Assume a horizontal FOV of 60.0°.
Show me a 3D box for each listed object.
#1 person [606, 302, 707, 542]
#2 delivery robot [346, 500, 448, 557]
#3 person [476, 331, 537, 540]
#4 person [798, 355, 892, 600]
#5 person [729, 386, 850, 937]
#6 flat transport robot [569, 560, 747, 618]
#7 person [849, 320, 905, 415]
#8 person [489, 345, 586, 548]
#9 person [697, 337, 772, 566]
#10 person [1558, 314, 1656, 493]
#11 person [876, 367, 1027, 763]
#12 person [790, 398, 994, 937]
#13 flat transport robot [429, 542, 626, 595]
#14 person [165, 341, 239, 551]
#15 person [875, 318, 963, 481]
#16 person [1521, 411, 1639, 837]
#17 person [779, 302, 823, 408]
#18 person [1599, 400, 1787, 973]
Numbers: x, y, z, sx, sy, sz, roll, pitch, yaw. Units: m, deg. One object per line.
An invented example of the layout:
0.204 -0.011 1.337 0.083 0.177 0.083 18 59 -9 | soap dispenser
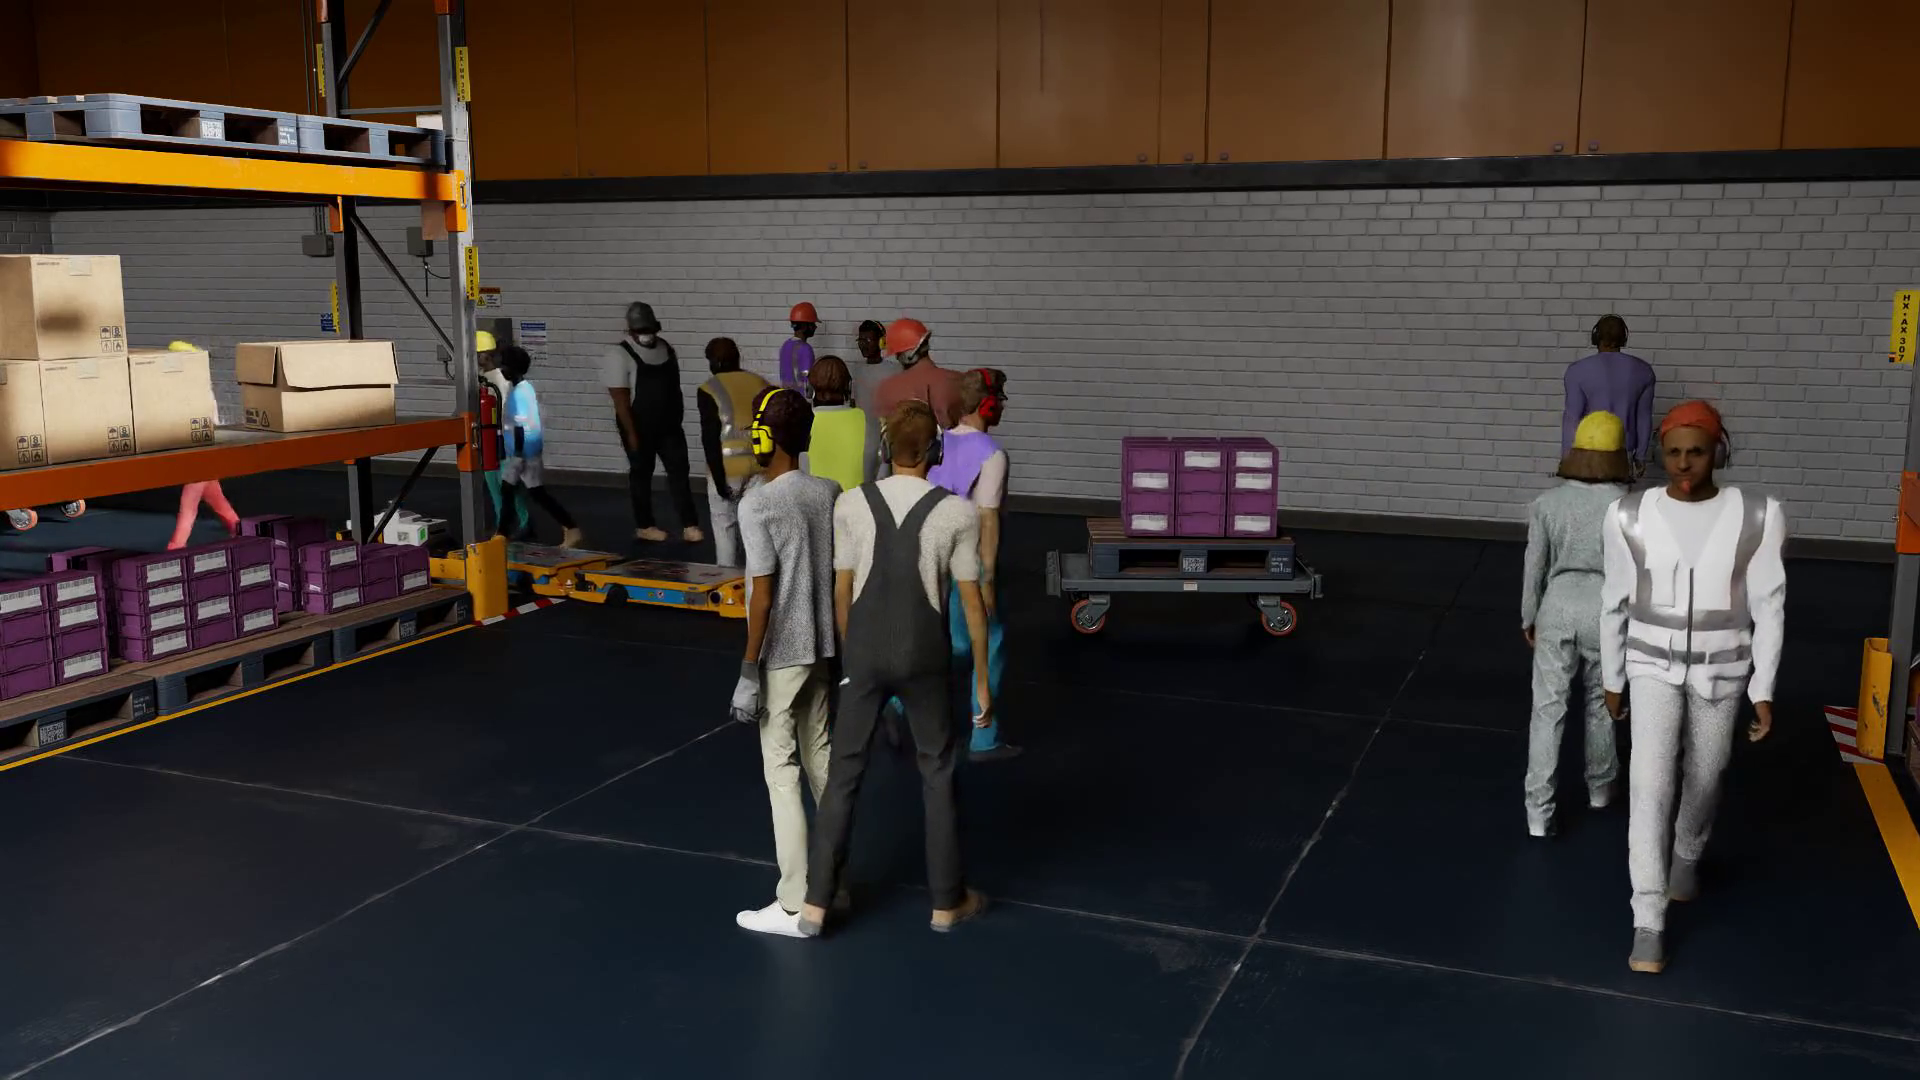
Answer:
-2.469 -0.962 13.473 0.739 2.000 0.849 -9 13 -44 | person
-4.109 -0.048 12.141 0.707 0.478 0.477 3 10 18 | delivery robot
-3.805 -0.856 13.739 0.520 1.737 0.530 -8 12 -39 | person
-0.619 0.026 8.087 0.620 1.845 0.430 -2 10 -13 | person
-0.580 0.419 5.654 0.309 1.859 0.534 6 11 33 | person
-1.843 0.307 11.129 1.431 0.197 0.652 5 10 26 | flat transport robot
-0.636 -0.713 12.485 0.534 1.868 0.309 5 11 27 | person
-3.380 -0.703 13.078 0.852 1.668 0.532 -2 10 -10 | person
-1.425 -0.475 11.279 0.649 1.802 0.854 -9 13 -43 | person
4.472 -0.594 11.547 0.633 1.938 0.356 0 9 -2 | person
-0.033 0.136 7.500 0.639 1.826 0.566 -5 11 -30 | person
-0.224 0.441 5.620 0.663 1.831 0.428 1 9 8 | person
-3.090 0.186 11.862 1.431 0.197 0.652 6 11 33 | flat transport robot
-5.713 -0.619 12.381 0.552 1.715 0.936 8 12 40 | person
-0.163 -0.371 10.160 0.748 1.964 0.452 -1 9 -7 | person
2.509 0.326 6.707 0.499 1.697 0.886 6 11 32 | person
-1.434 -1.202 15.240 0.373 1.934 0.551 -5 11 -30 | person
2.453 0.434 5.631 0.565 1.846 0.983 4 10 23 | person
